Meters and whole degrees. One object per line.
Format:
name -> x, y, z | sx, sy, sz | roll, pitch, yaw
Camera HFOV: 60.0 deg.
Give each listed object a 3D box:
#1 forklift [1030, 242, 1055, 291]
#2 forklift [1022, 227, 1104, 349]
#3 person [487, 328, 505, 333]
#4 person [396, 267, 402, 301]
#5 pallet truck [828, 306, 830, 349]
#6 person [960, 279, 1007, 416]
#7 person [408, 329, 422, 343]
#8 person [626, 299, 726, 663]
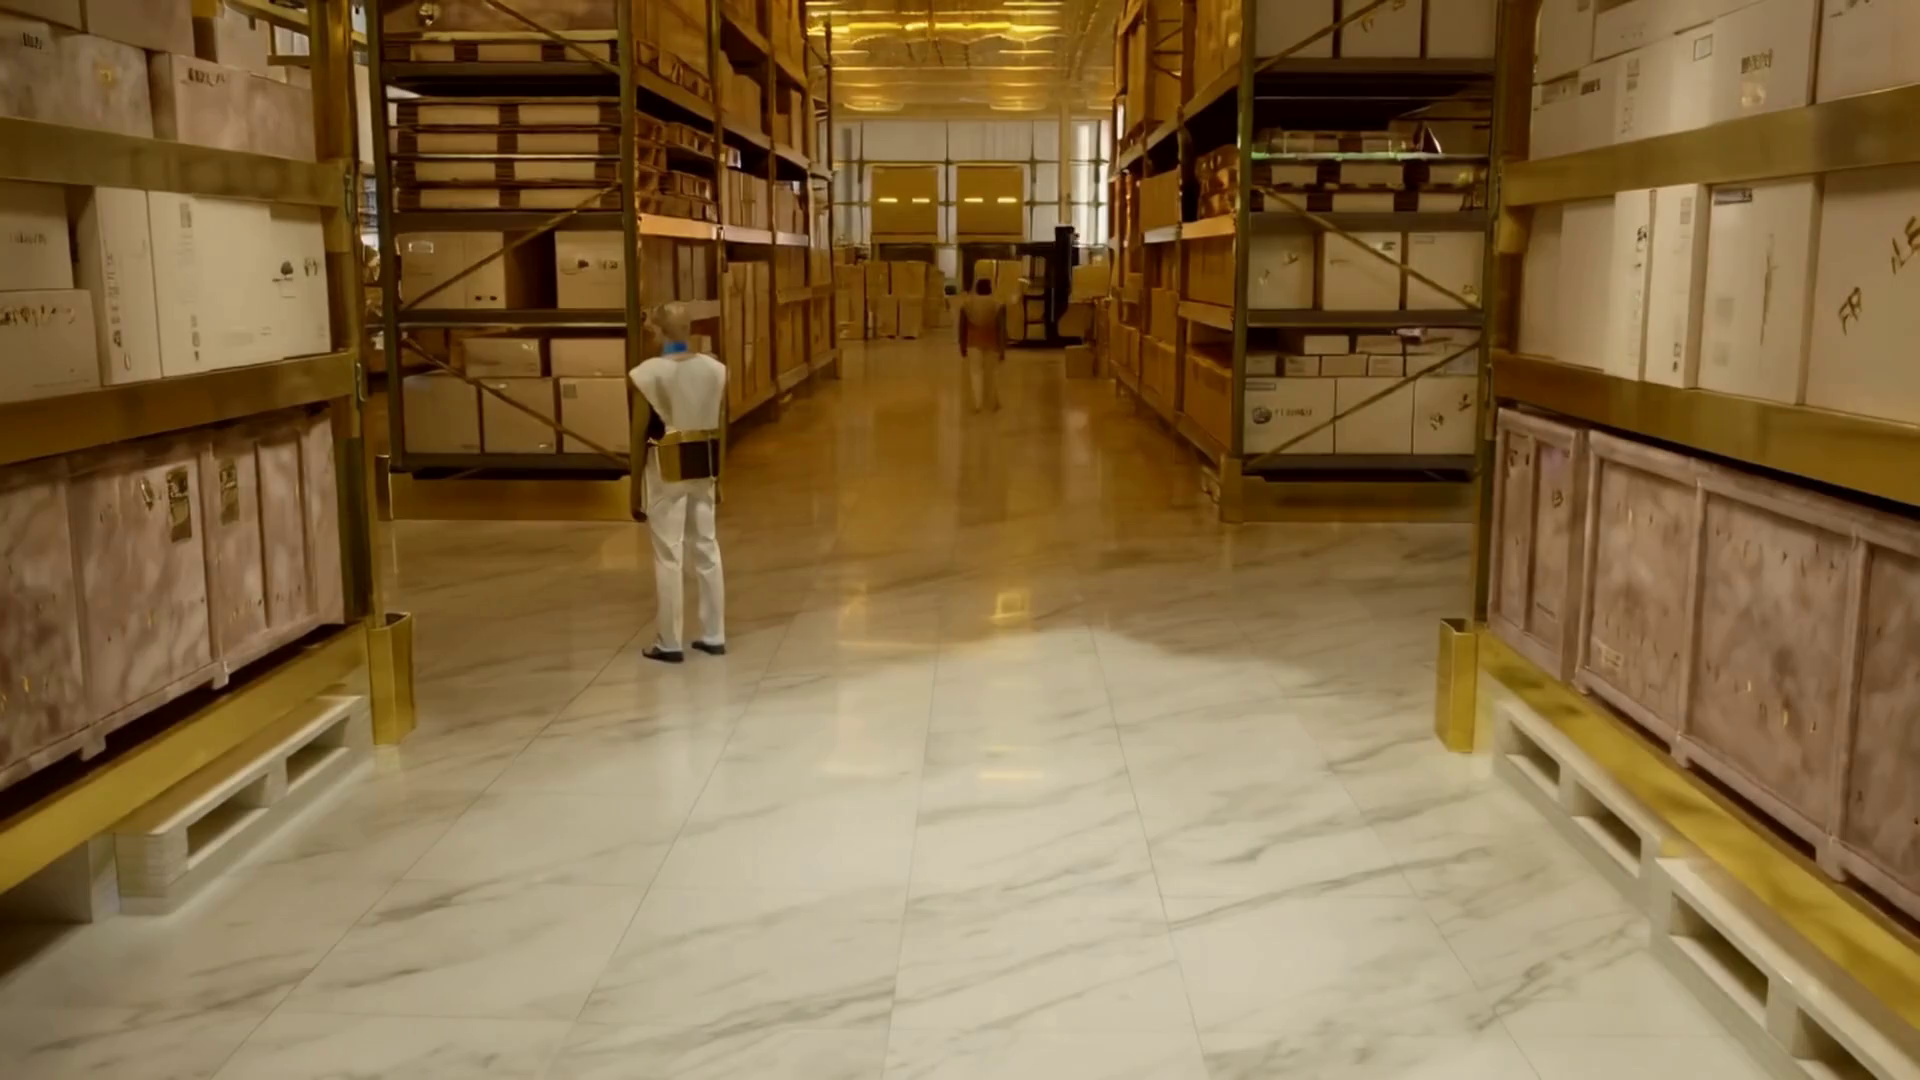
forklift -> 3.230, -10.146, 64.339 | 1.129, 2.768, 1.873 | 0, 9, 1
forklift -> 2.378, -5.842, 38.555 | 1.873, 2.768, 1.129 | 0, 9, 0
person -> -8.892, -4.325, 32.186 | 0.857, 1.964, 0.660 | -5, 11, -26
person -> -19.552, -8.458, 57.231 | 0.665, 1.874, 0.697 | 1, 10, 7
pallet truck -> -3.100, -3.940, 29.800 | 1.885, 1.965, 0.823 | 3, 10, 19
person -> 0.328, -2.572, 22.208 | 0.653, 1.791, 0.936 | 2, 10, 9
person -> -13.695, -5.936, 41.947 | 0.629, 1.937, 0.373 | 3, 10, 19
person -> -1.412, -0.287, 8.411 | 0.561, 1.839, 0.390 | -9, 13, -42
